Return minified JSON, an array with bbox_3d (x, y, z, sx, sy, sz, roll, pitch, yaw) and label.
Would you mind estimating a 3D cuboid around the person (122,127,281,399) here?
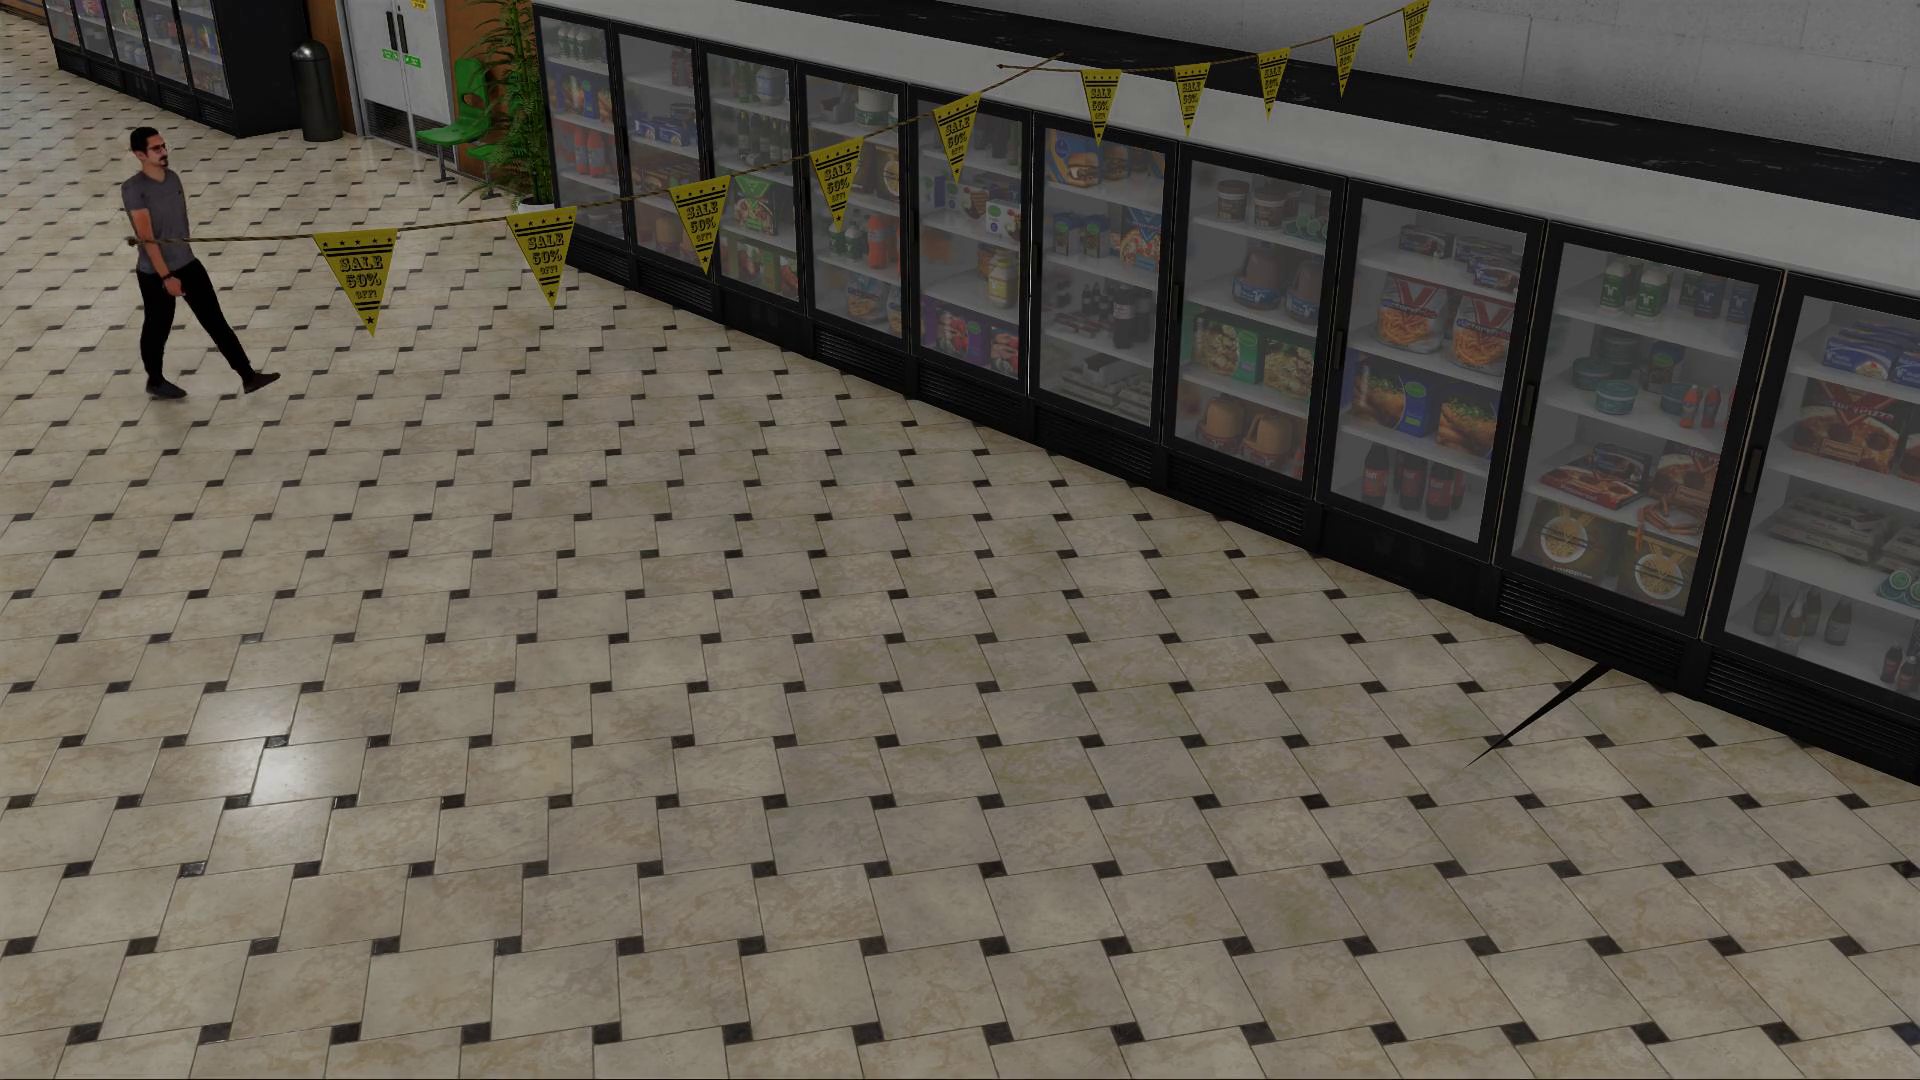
[{"bbox_3d":[-4.985,-1.670,10.336,1.011,1.713,1.148,9,28,16],"label":"person"}]
